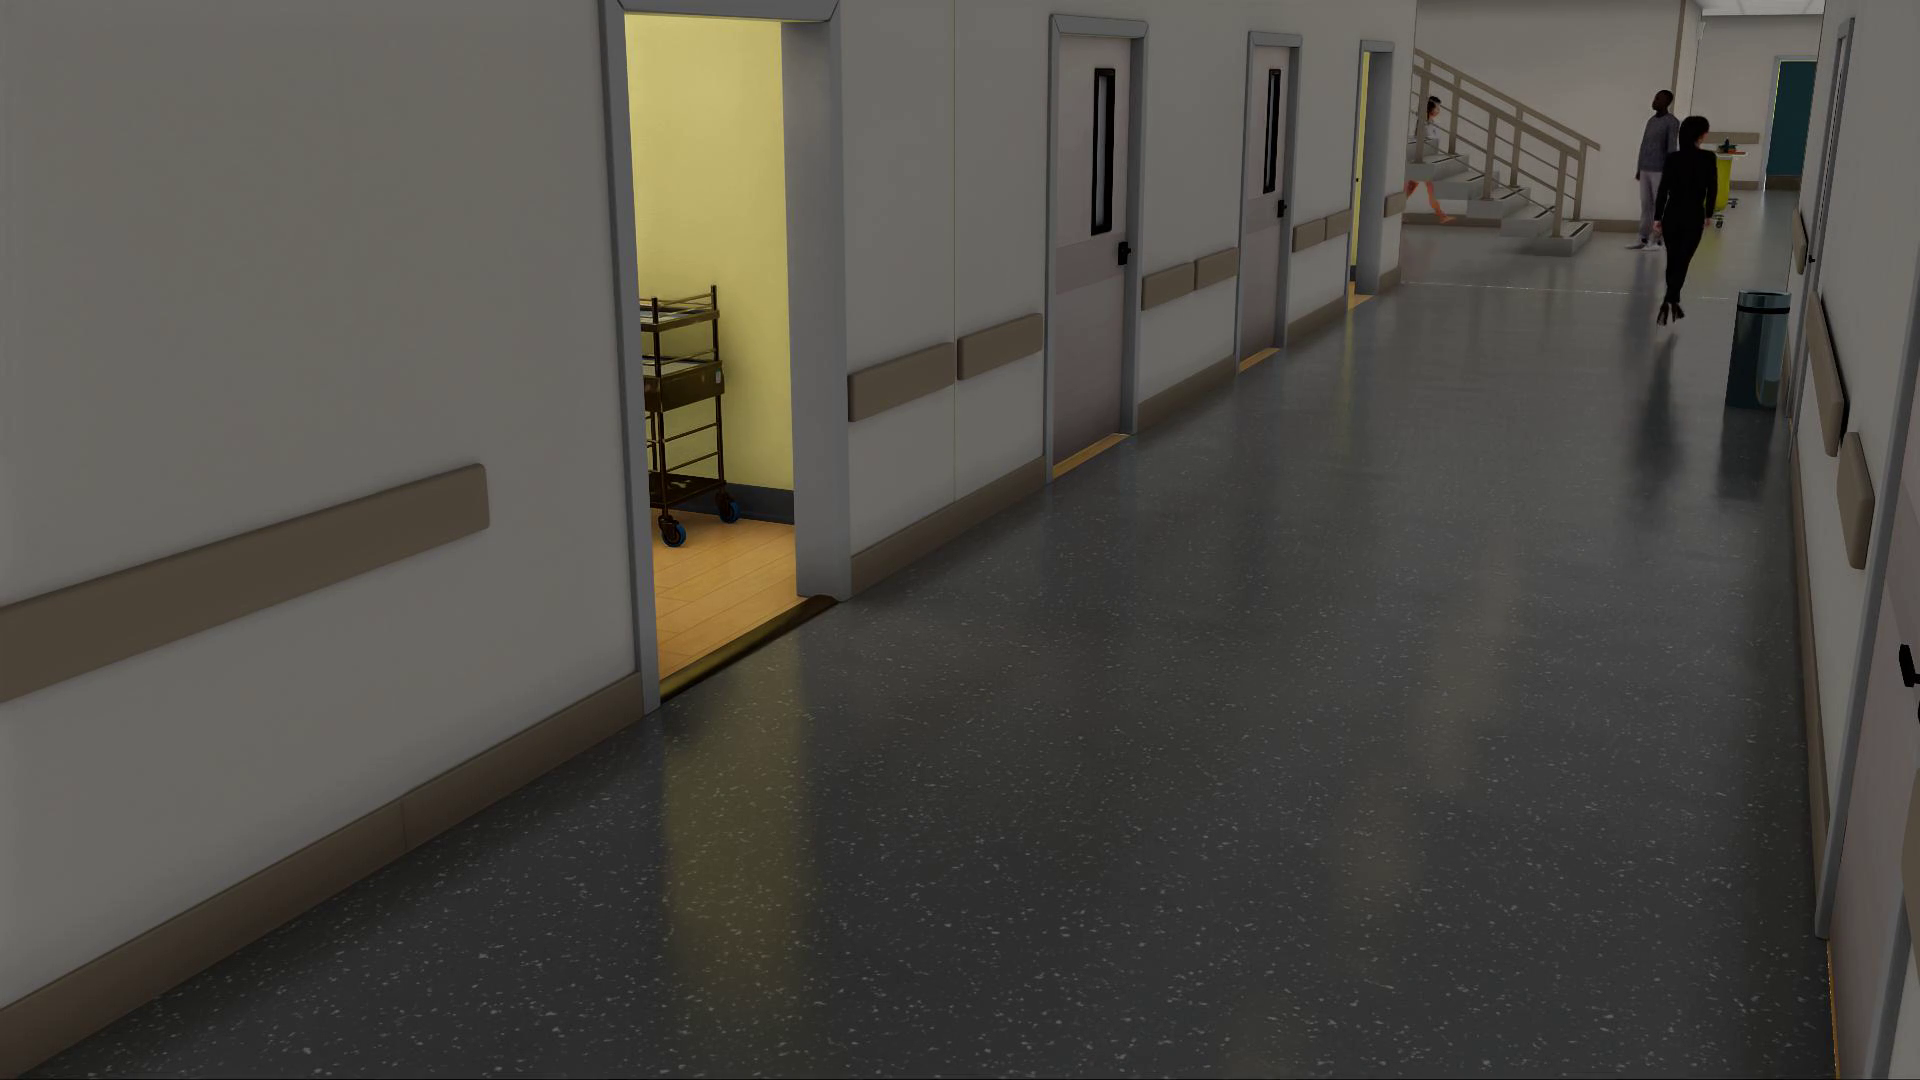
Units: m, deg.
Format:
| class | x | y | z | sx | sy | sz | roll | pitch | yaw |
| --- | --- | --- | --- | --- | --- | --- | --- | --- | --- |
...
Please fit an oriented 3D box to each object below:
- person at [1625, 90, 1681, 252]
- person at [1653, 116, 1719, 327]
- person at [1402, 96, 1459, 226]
| class | x | y | z | sx | sy | sz | roll | pitch | yaw |
| --- | --- | --- | --- | --- | --- | --- | --- | --- | --- |
| person | 8.184 | -4.339 | 19.529 | 0.791 | 1.838 | 0.755 | -4 | 16 | -15 |
| person | 5.772 | -2.488 | 13.279 | 1.101 | 1.666 | 0.789 | 10 | 19 | 32 |
| person | 6.103 | -5.042 | 22.325 | 1.146 | 1.674 | 0.681 | 8 | 18 | 27 |
